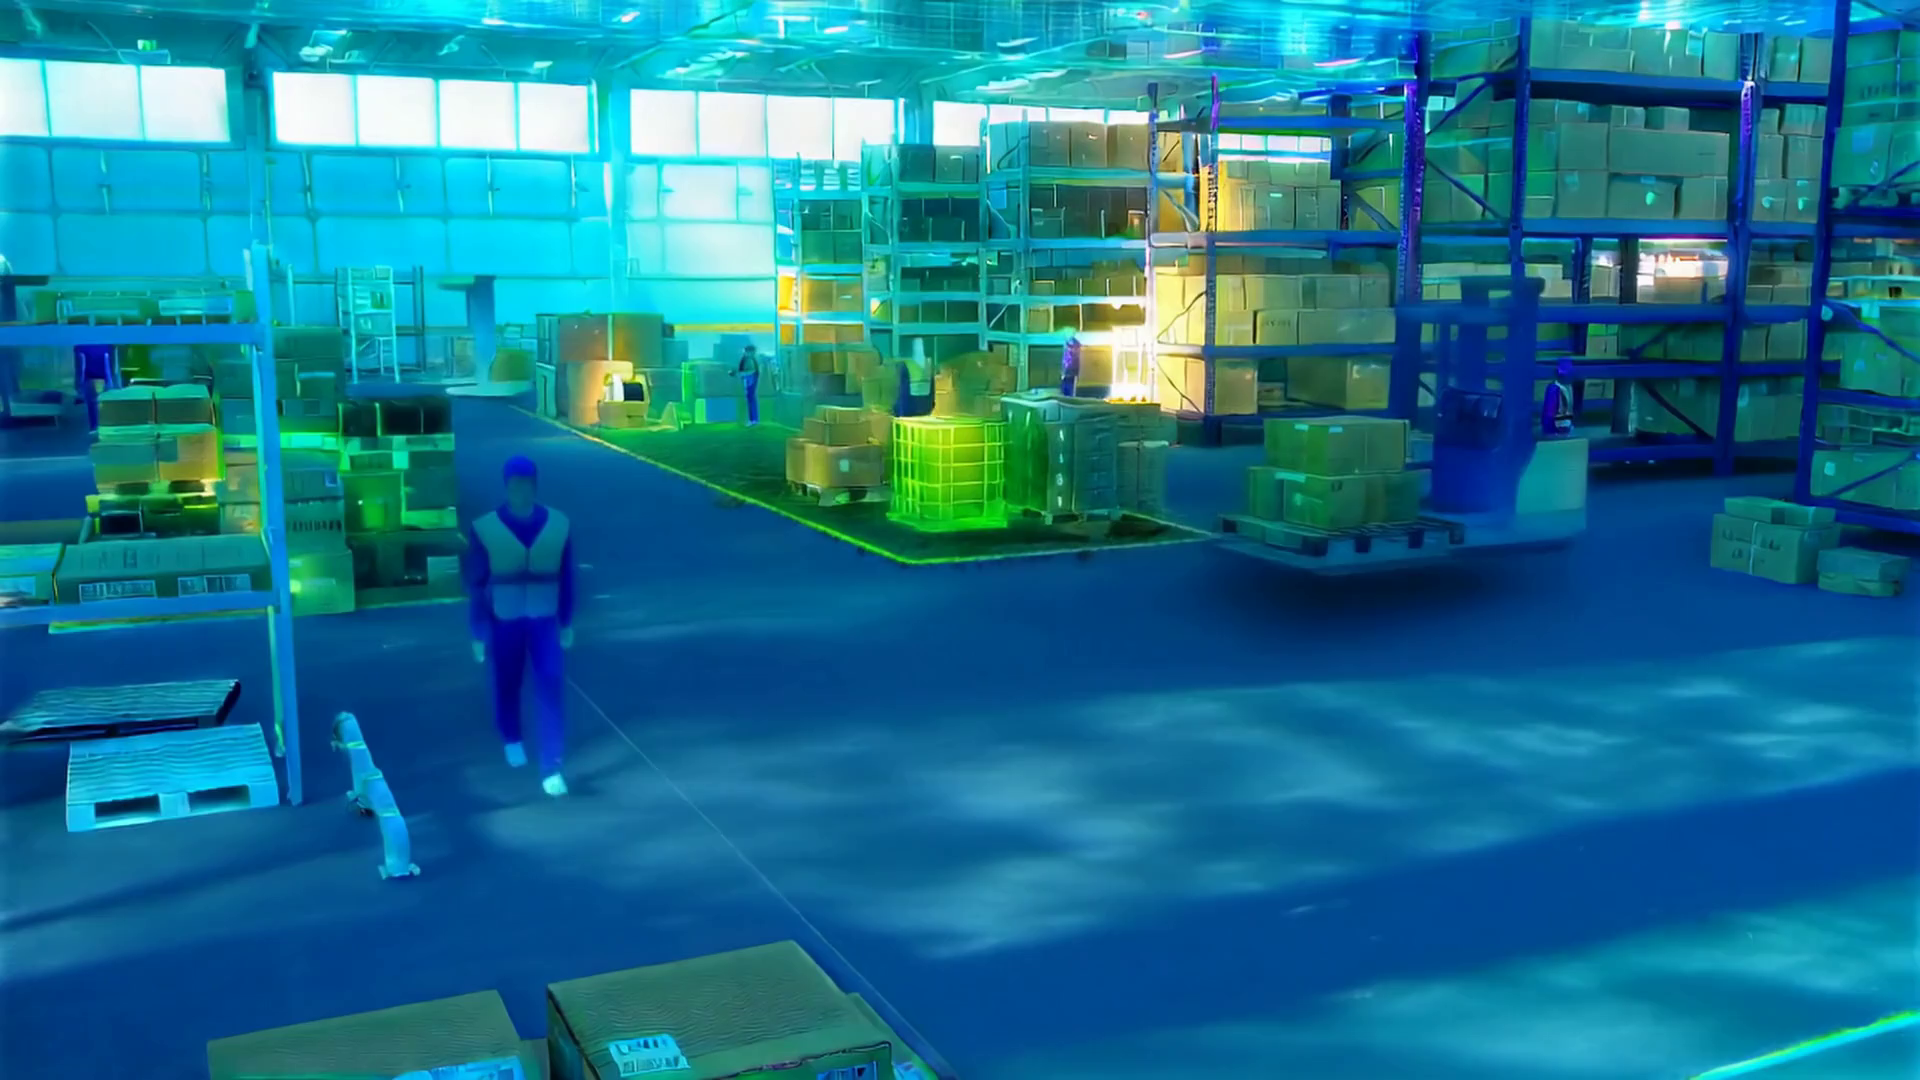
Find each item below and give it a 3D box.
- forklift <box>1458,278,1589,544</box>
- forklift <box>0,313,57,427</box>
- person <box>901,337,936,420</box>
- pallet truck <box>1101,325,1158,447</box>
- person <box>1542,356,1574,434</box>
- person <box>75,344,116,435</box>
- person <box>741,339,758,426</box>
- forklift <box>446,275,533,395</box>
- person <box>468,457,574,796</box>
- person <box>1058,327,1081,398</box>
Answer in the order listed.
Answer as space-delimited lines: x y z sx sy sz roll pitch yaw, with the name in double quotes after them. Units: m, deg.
5.842 -1.454 18.109 1.873 2.768 1.129 -4 10 -25 "forklift"
-17.916 -3.491 30.748 1.873 2.768 1.129 -4 10 -25 "forklift"
-0.624 -2.202 25.790 0.620 1.895 0.462 -6 11 -35 "person"
2.881 -2.596 27.923 0.823 1.965 1.885 -1 9 -7 "pallet truck"
7.214 -1.268 20.042 0.355 1.882 0.576 7 11 36 "person"
-15.358 -2.835 29.589 0.629 1.940 0.372 -6 11 -32 "person"
-3.970 -2.961 31.321 0.312 1.631 0.514 -1 9 -4 "person"
-11.176 -4.872 39.316 1.873 2.768 1.129 -4 10 -25 "forklift"
-2.481 0.454 9.430 0.612 1.869 1.022 -4 10 -26 "person"
2.100 -3.198 32.140 0.429 1.842 0.629 4 10 25 "person"
